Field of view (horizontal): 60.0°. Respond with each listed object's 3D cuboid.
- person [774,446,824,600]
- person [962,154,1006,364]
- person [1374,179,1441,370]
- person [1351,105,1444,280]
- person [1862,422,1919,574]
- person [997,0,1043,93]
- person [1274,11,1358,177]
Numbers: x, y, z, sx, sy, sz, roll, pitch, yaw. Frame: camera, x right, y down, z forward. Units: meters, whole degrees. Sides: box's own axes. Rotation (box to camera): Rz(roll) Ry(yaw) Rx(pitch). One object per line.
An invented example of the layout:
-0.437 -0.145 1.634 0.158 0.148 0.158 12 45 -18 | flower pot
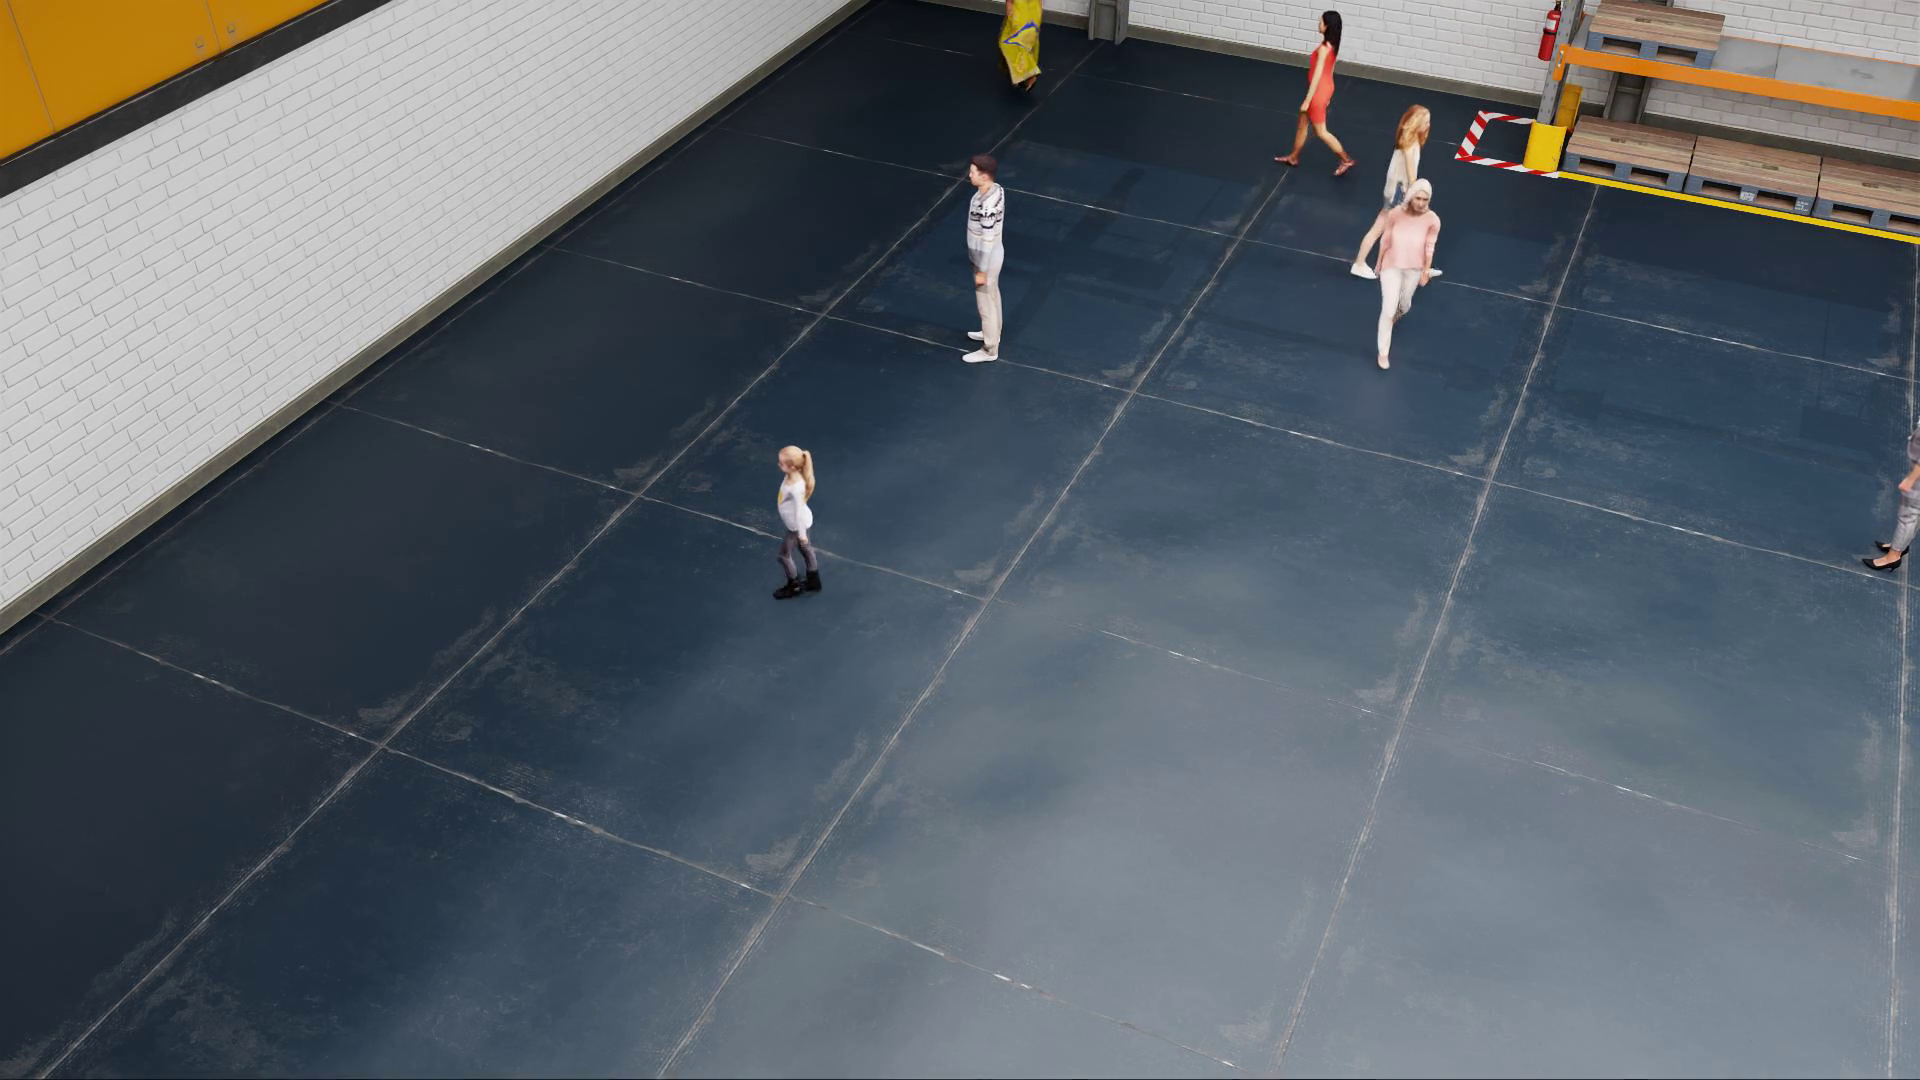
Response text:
-1.079 -0.124 11.695 0.673 1.267 0.611 -2 39 -3 | person
0.229 -2.395 14.064 0.684 1.860 0.752 4 39 5 | person
3.766 -2.343 14.135 1.003 1.690 0.809 11 40 13 | person
3.855 -3.112 15.067 1.044 1.728 0.596 14 41 17 | person
6.876 -0.491 11.823 0.692 1.680 0.693 31 48 33 | person
0.739 -5.738 18.421 1.080 1.645 1.204 -22 44 -26 | person
3.709 -4.457 16.782 1.083 1.688 0.602 14 41 17 | person
